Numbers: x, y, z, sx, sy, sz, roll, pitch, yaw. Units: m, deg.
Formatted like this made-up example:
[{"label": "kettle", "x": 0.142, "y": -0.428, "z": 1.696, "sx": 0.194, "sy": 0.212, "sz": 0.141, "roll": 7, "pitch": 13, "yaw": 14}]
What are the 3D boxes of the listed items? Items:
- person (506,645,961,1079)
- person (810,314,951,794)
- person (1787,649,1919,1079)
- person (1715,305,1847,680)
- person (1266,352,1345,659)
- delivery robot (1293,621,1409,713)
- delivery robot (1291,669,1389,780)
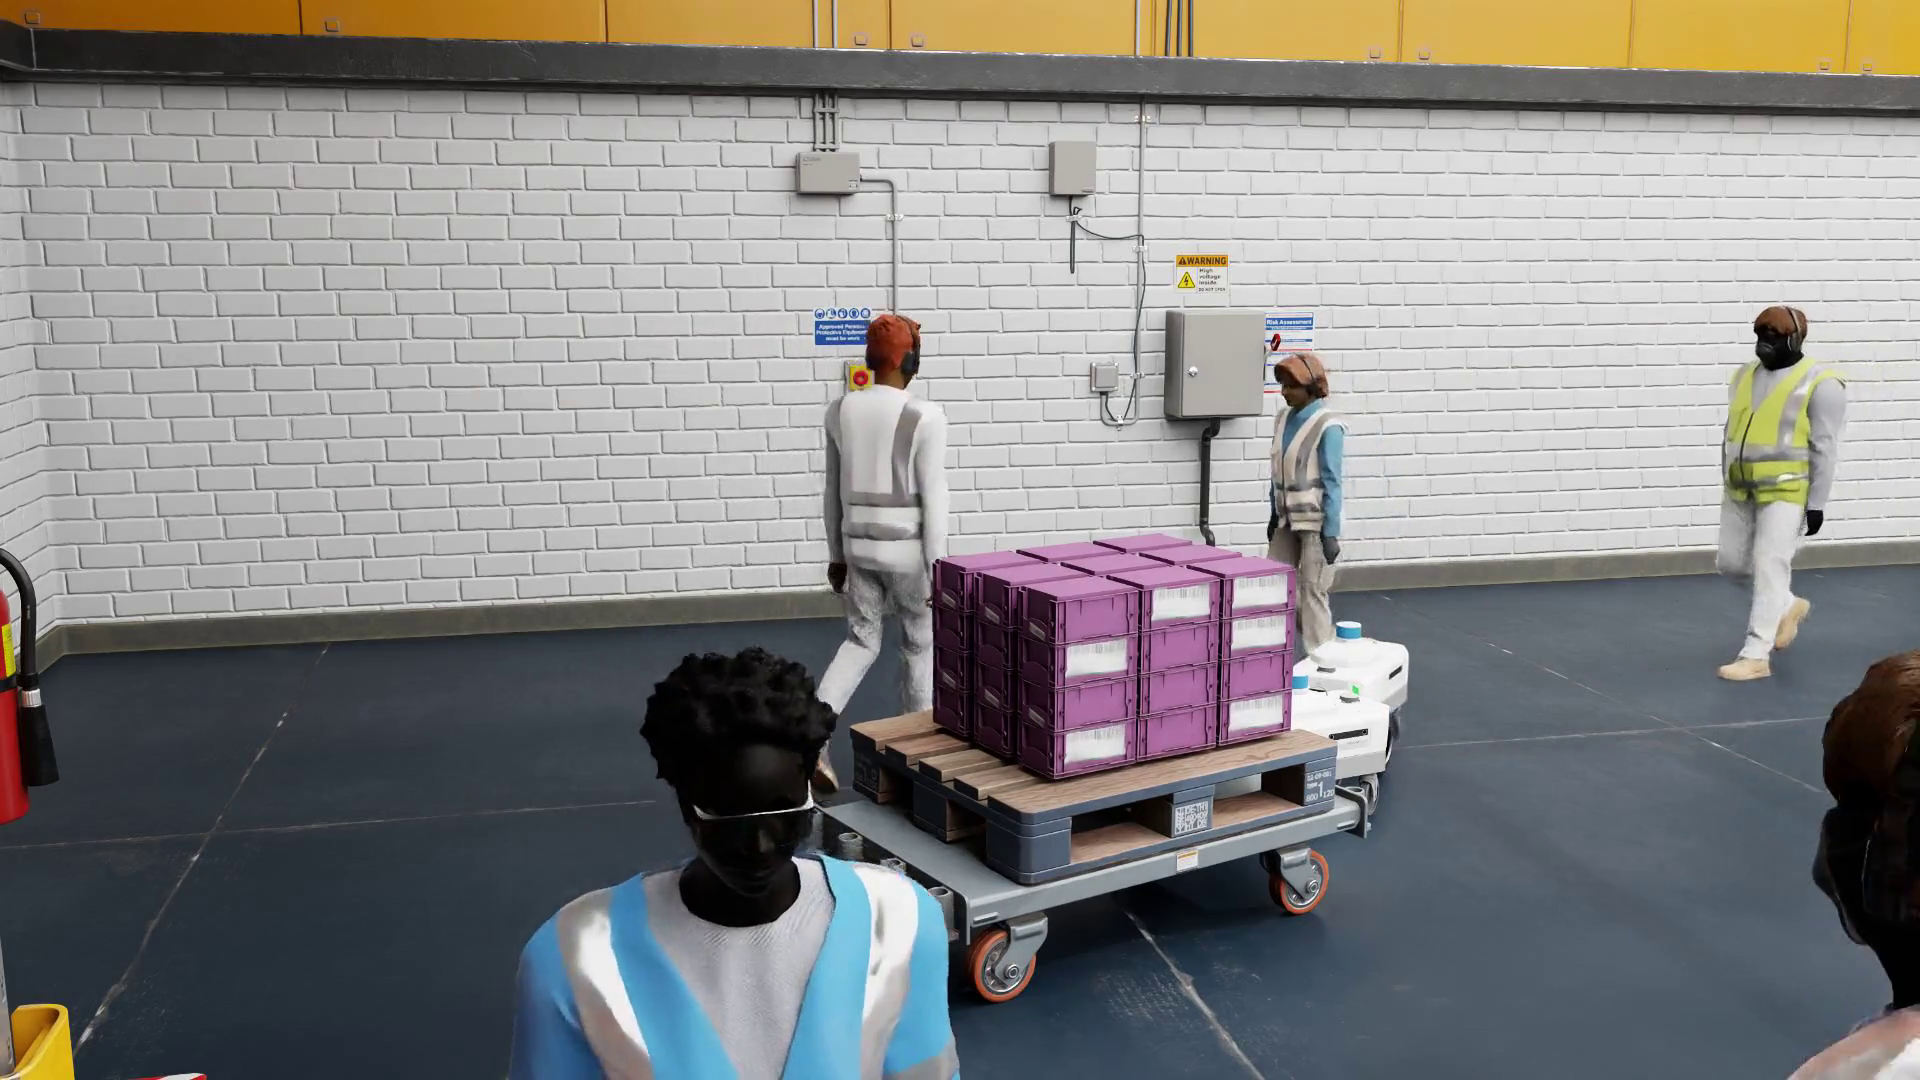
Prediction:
[{"label": "person", "x": -0.260, "y": 0.934, "z": 2.031, "sx": 0.556, "sy": 1.677, "sz": 0.356, "roll": -4, "pitch": 11, "yaw": -20}, {"label": "person", "x": -0.320, "y": 0.062, "z": 6.411, "sx": 0.588, "sy": 1.858, "sz": 0.828, "roll": 7, "pitch": 12, "yaw": 33}, {"label": "person", "x": 0.889, "y": 0.994, "z": 1.396, "sx": 0.617, "sy": 1.812, "sz": 0.878, "roll": -5, "pitch": 11, "yaw": -26}, {"label": "person", "x": 4.009, "y": -0.234, "z": 8.144, "sx": 0.632, "sy": 1.827, "sz": 0.631, "roll": -4, "pitch": 11, "yaw": -23}, {"label": "person", "x": 1.617, "y": -0.058, "z": 7.697, "sx": 0.413, "sy": 1.622, "sz": 0.581, "roll": -4, "pitch": 11, "yaw": -19}, {"label": "delivery robot", "x": 1.599, "y": 0.580, "z": 6.873, "sx": 0.477, "sy": 0.478, "sz": 0.707, "roll": 6, "pitch": 12, "yaw": 31}, {"label": "delivery robot", "x": 1.225, "y": 0.717, "z": 6.117, "sx": 0.707, "sy": 0.478, "sz": 0.477, "roll": -5, "pitch": 11, "yaw": -26}]
